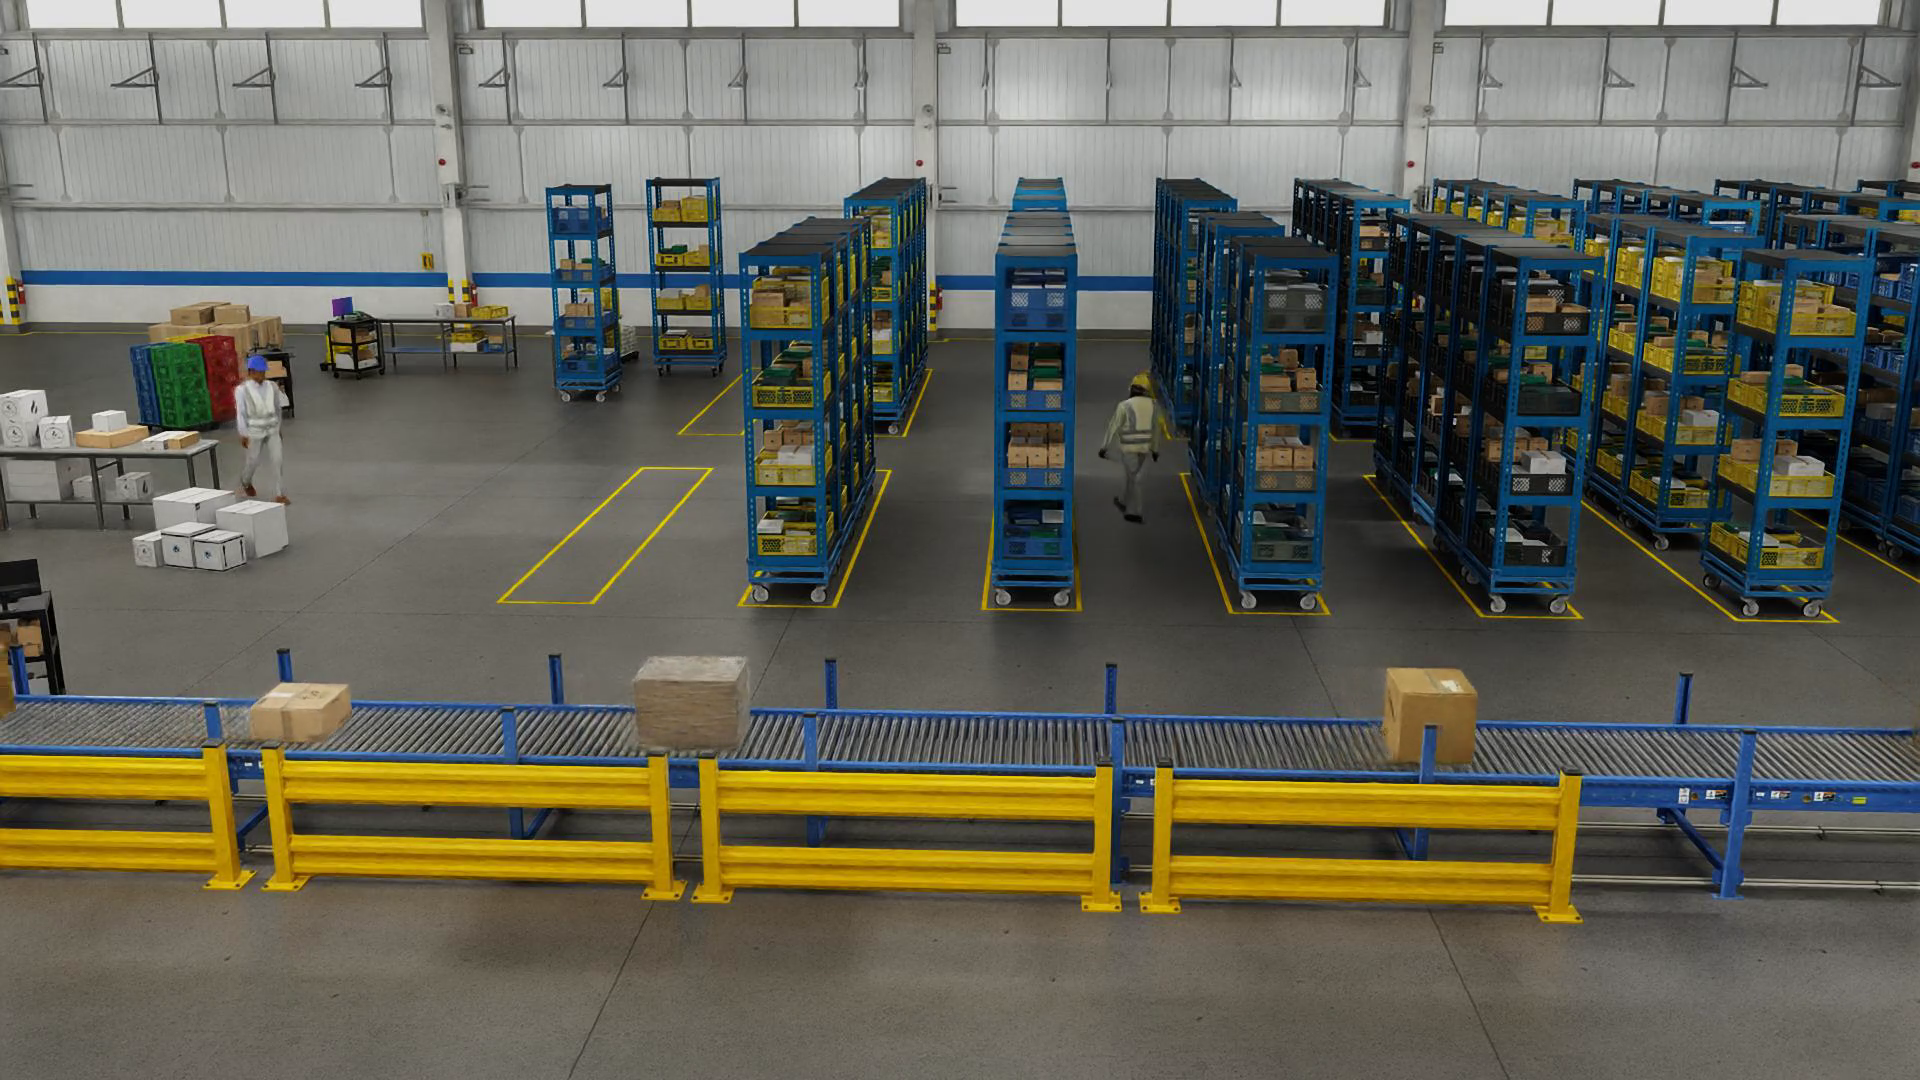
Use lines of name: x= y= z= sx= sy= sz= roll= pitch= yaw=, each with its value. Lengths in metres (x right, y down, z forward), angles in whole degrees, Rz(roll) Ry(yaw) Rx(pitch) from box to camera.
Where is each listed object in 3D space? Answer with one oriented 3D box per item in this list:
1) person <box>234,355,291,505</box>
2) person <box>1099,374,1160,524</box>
person: x=-8.895 y=-1.407 z=21.111 sx=0.840 sy=1.923 sz=0.617 roll=13 pitch=20 yaw=39
person: x=2.047 y=-1.144 z=20.382 sx=0.681 sy=1.779 sz=0.891 roll=-9 pitch=17 yaw=-29
